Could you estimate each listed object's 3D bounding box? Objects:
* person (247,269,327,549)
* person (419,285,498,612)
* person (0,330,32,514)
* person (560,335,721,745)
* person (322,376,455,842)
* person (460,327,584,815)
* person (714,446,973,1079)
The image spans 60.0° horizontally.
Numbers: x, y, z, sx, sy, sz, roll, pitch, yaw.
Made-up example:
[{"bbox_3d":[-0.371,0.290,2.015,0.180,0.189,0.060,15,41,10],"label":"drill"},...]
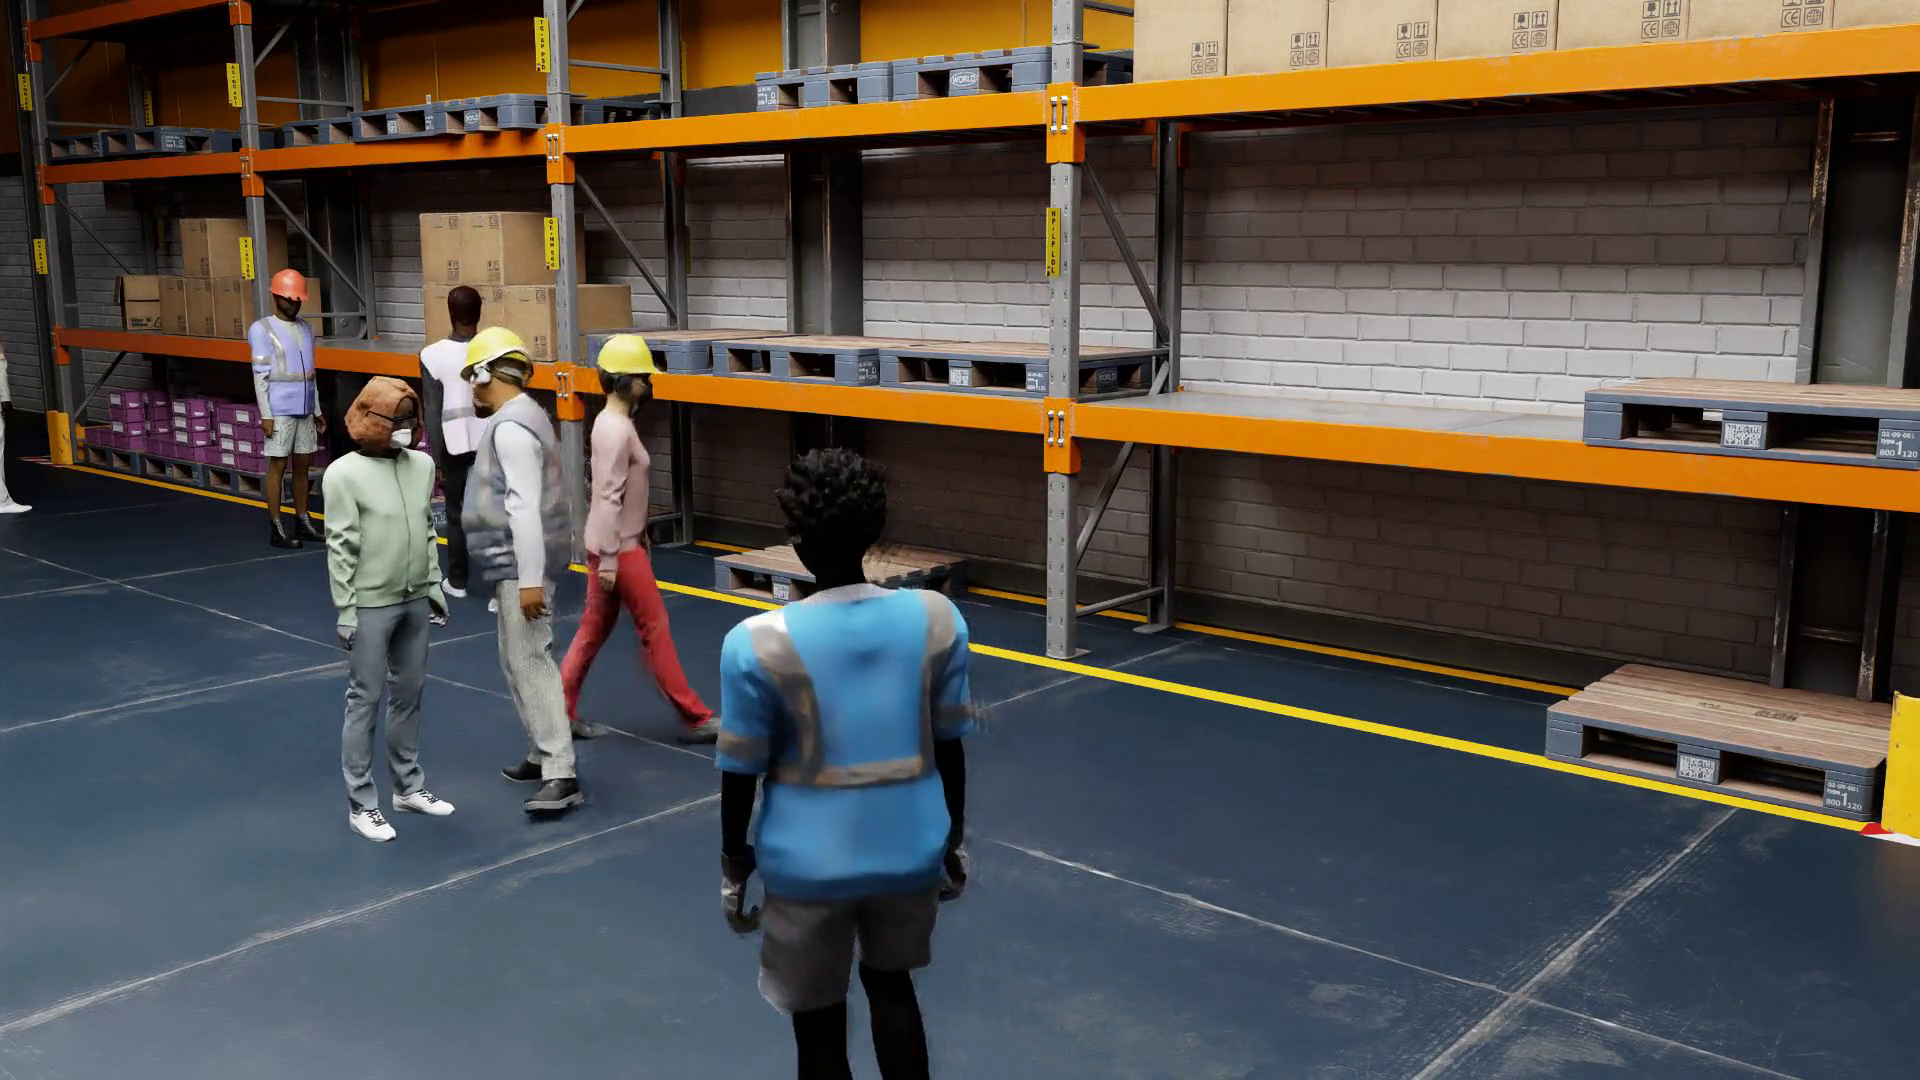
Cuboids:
[{"bbox_3d":[-4.645,-0.911,11.590,0.374,1.927,0.543,4,11,24],"label":"person"},{"bbox_3d":[-2.804,-0.530,9.627,0.604,1.868,1.033,-6,12,-30],"label":"person"},{"bbox_3d":[-7.623,-1.156,12.985,0.588,1.927,0.369,4,11,24],"label":"person"},{"bbox_3d":[-1.349,0.014,6.909,0.849,1.720,0.543,-2,10,-13],"label":"person"},{"bbox_3d":[-2.019,0.233,5.914,0.280,1.632,0.504,5,11,26],"label":"person"},{"bbox_3d":[-1.655,0.102,6.250,0.405,1.781,0.755,-3,10,-16],"label":"person"},{"bbox_3d":[-0.236,0.647,3.393,0.549,1.681,0.361,-5,11,-25],"label":"person"}]
